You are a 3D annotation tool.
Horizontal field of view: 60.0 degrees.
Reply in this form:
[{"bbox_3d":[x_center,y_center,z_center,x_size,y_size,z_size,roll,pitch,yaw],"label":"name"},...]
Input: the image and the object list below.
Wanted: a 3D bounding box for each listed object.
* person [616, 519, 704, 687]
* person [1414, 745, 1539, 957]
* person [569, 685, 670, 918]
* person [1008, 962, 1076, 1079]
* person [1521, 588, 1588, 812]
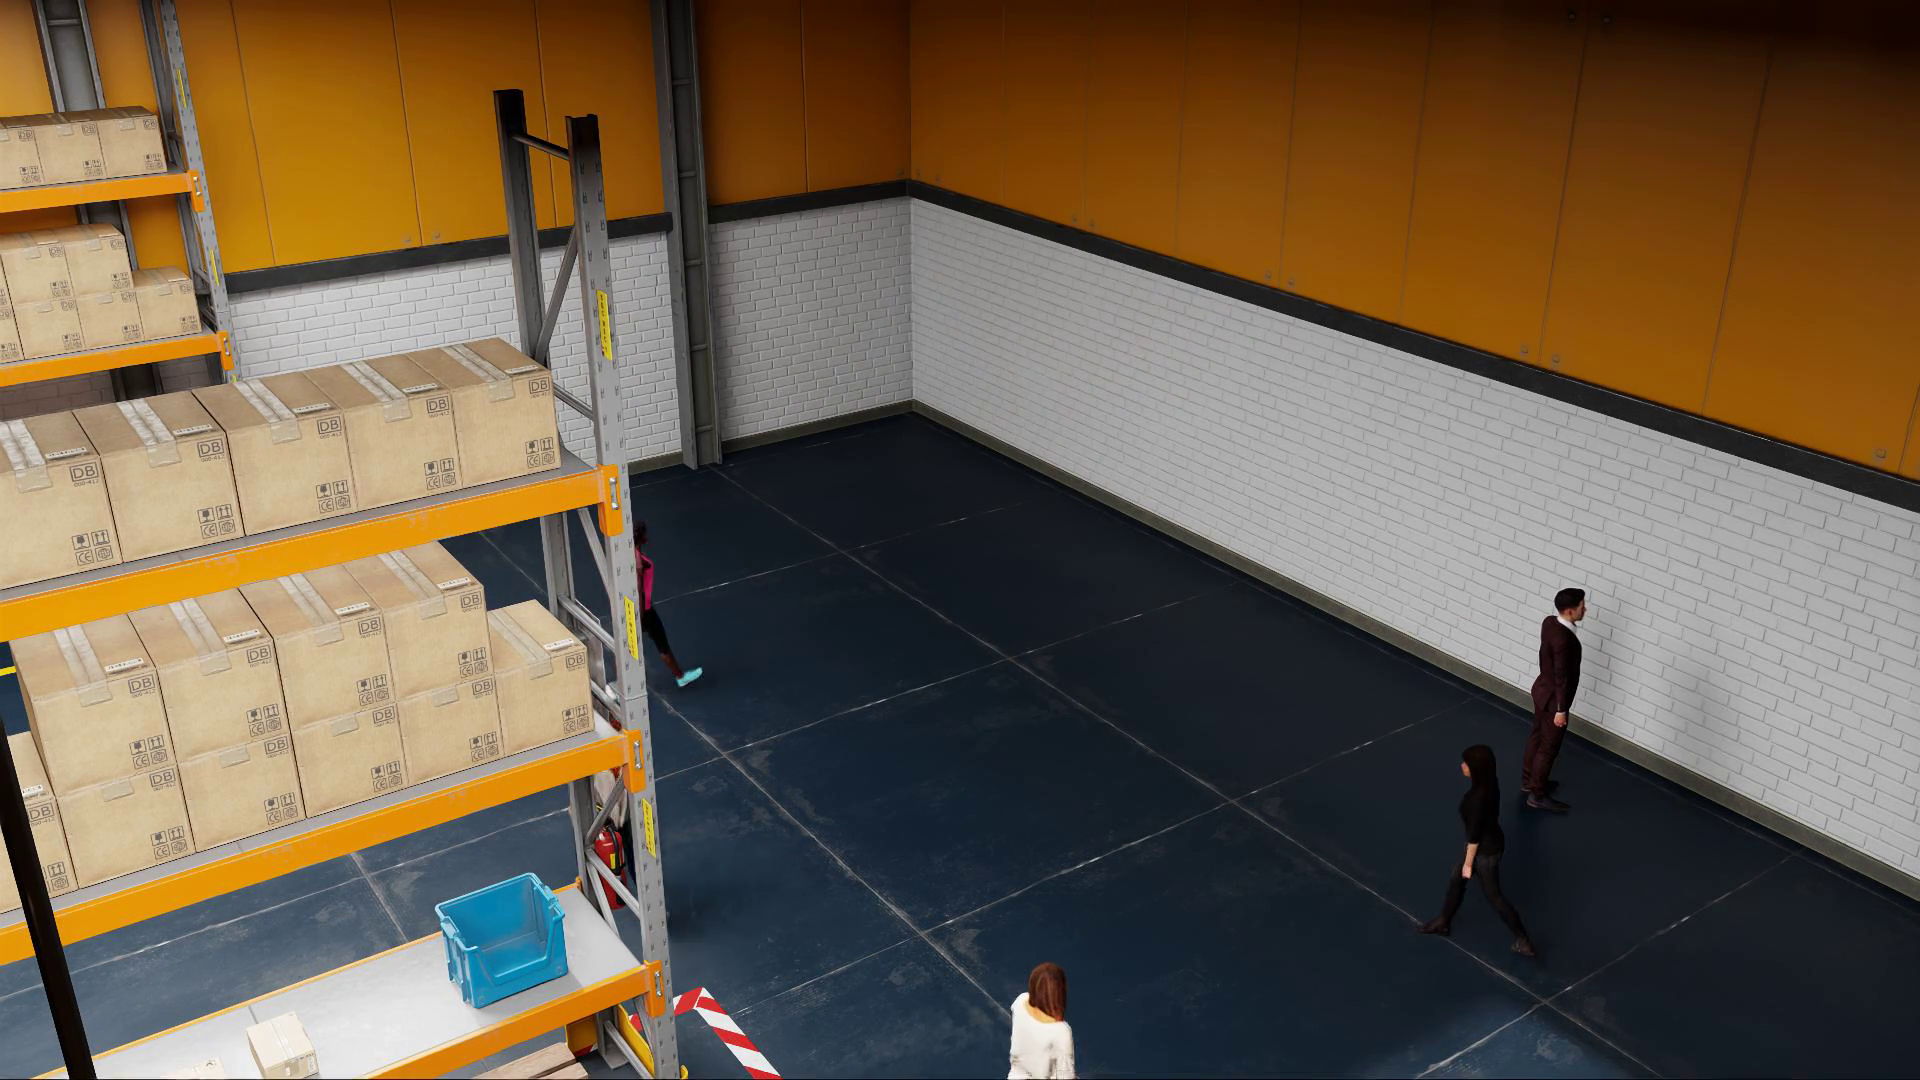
[{"bbox_3d":[-2.906,0.640,14.542,1.041,1.688,0.637,-13,27,-28],"label":"person"},{"bbox_3d":[3.629,2.126,11.264,1.042,1.590,1.077,12,26,25],"label":"person"},{"bbox_3d":[-2.546,1.788,11.717,1.054,1.846,0.739,-16,28,-33],"label":"person"},{"bbox_3d":[0.375,3.031,9.096,0.738,1.668,0.650,-18,29,-35],"label":"person"},{"bbox_3d":[4.637,1.217,13.001,0.817,1.865,0.779,2,24,4],"label":"person"}]
